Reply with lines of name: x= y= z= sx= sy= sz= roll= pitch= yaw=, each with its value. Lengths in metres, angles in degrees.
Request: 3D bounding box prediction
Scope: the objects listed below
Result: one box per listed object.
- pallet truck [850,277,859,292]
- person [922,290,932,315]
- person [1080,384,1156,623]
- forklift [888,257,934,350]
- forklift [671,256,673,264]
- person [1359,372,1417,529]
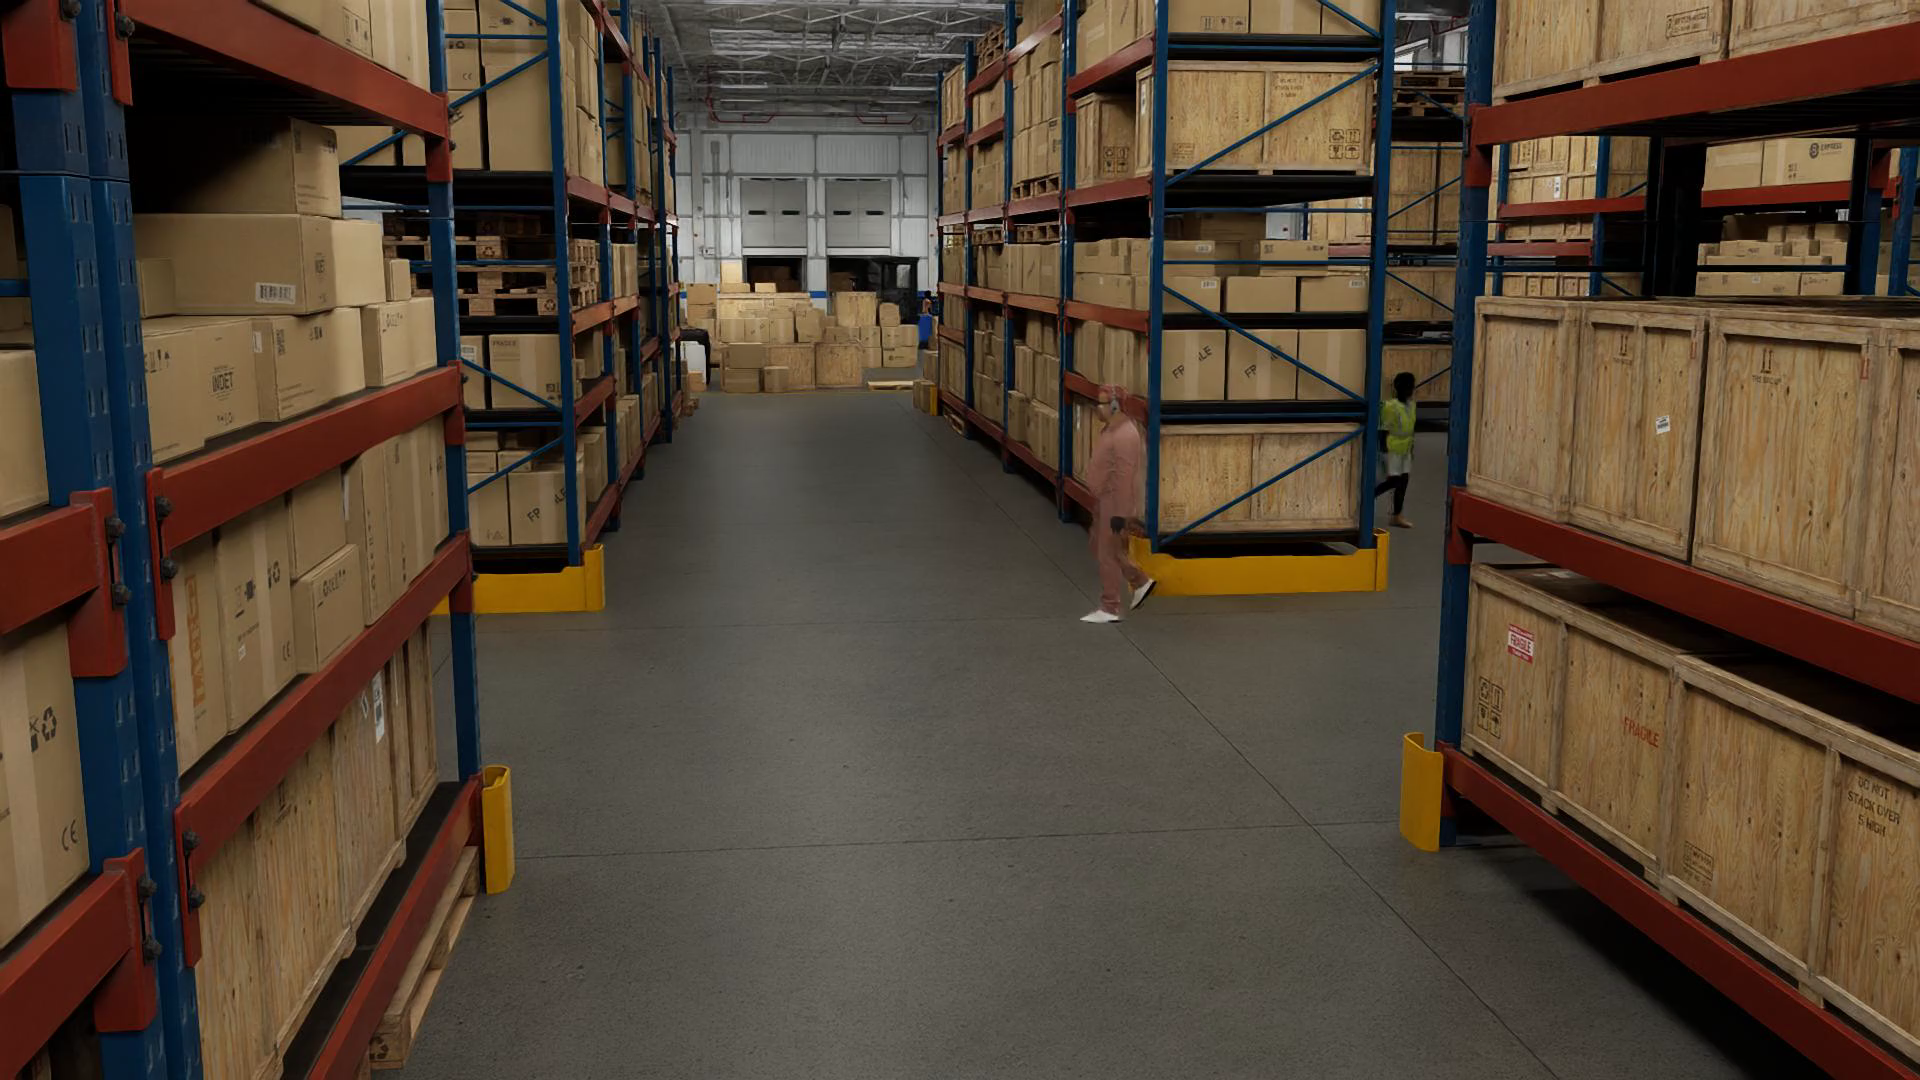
pallet truck: x=-3.782 y=-9.391 z=65.808 sx=1.885 sy=1.965 sz=0.823 roll=2 pitch=10 yaw=10
person: x=-1.100 y=-7.522 z=55.792 sx=0.322 sy=1.698 sz=0.533 roll=-4 pitch=10 yaw=-20
person: x=1.247 y=-0.280 z=13.087 sx=0.539 sy=1.893 sz=0.648 roll=-1 pitch=10 yaw=-6
forklift: x=-1.675 y=-7.028 z=49.481 sx=1.129 sy=2.768 sz=1.873 roll=7 pitch=12 yaw=34
forklift: x=-11.202 y=-9.362 z=63.071 sx=1.129 sy=2.768 sz=1.873 roll=-1 pitch=10 yaw=-7
person: x=4.581 y=-0.961 z=17.652 sx=0.540 sy=1.678 sz=0.494 roll=-8 pitch=13 yaw=-40
